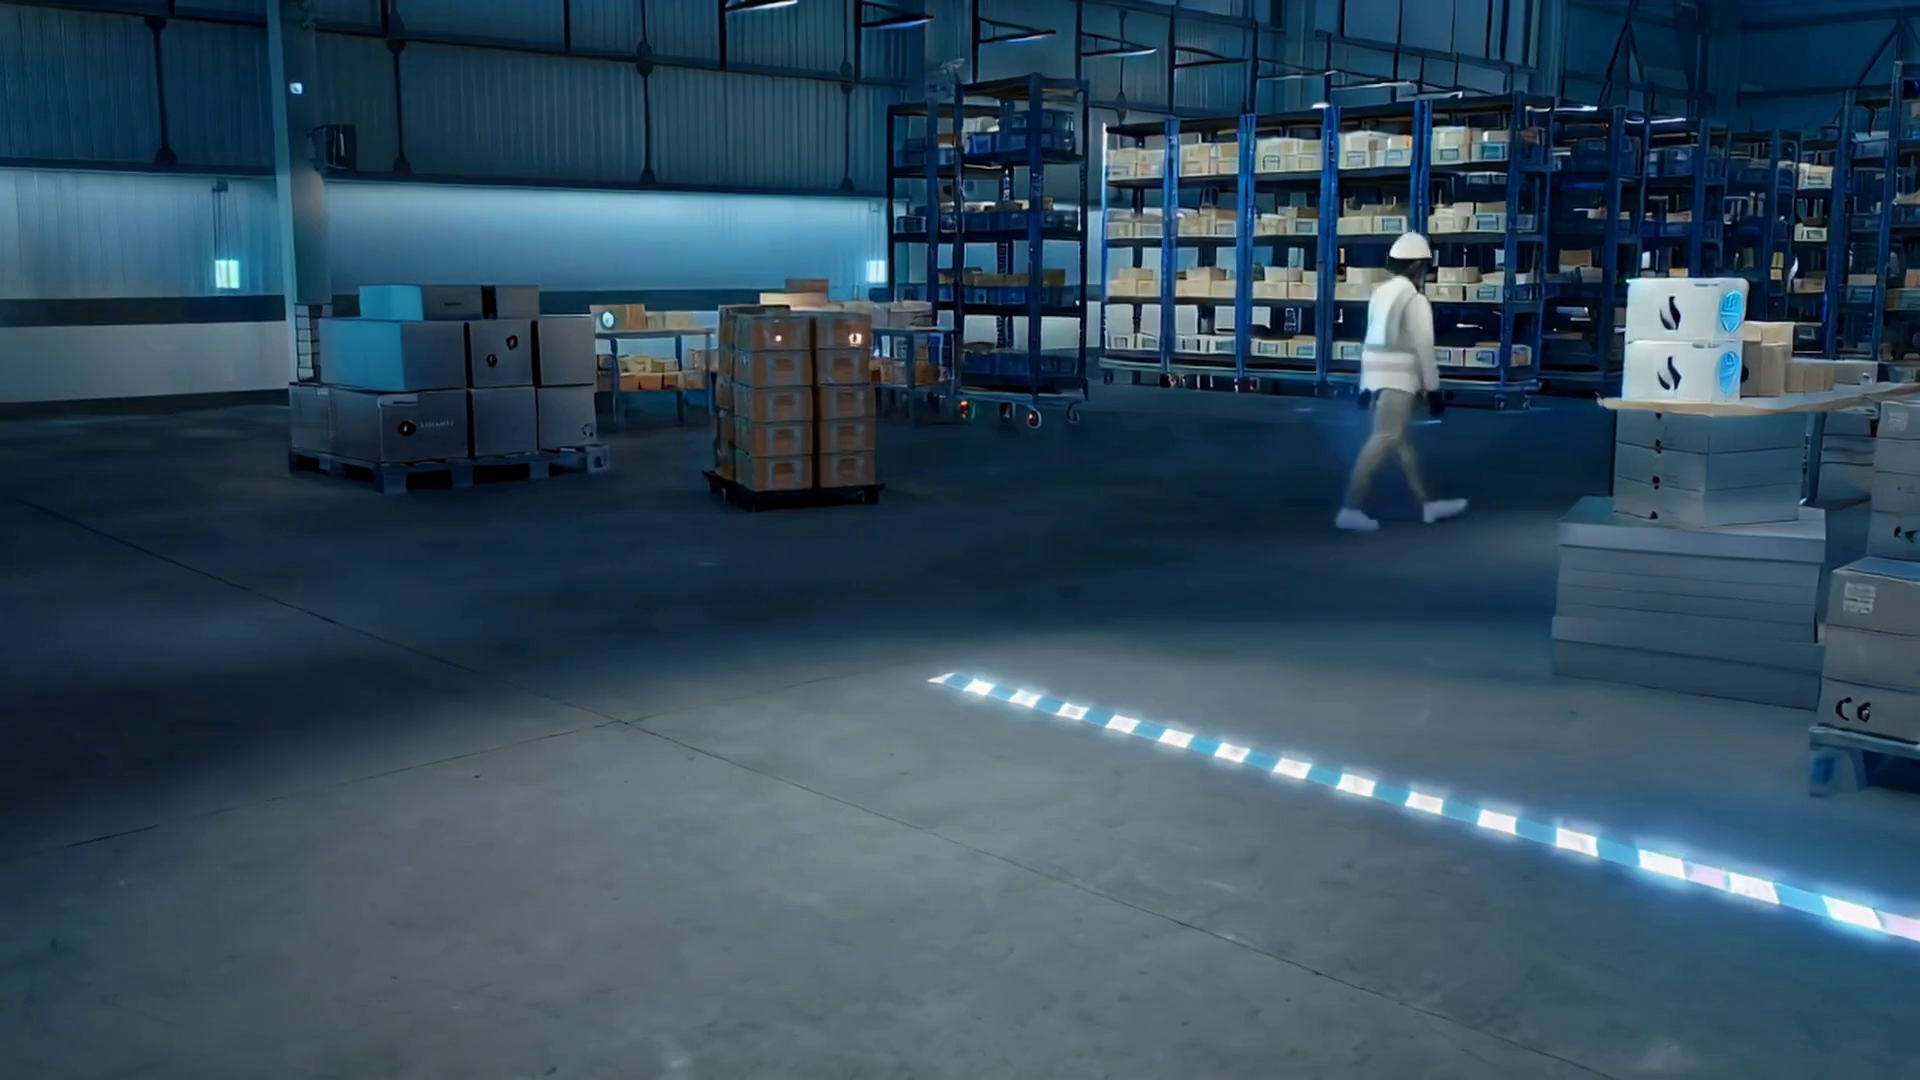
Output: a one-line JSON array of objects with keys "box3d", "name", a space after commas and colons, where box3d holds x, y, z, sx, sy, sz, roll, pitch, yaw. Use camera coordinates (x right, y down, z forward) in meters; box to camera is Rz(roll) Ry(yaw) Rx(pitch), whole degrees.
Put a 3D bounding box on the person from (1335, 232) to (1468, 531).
[{"box3d": [2.834, -1.004, 10.616, 1.017, 1.890, 0.641, -2, 10, -12], "name": "person"}]
